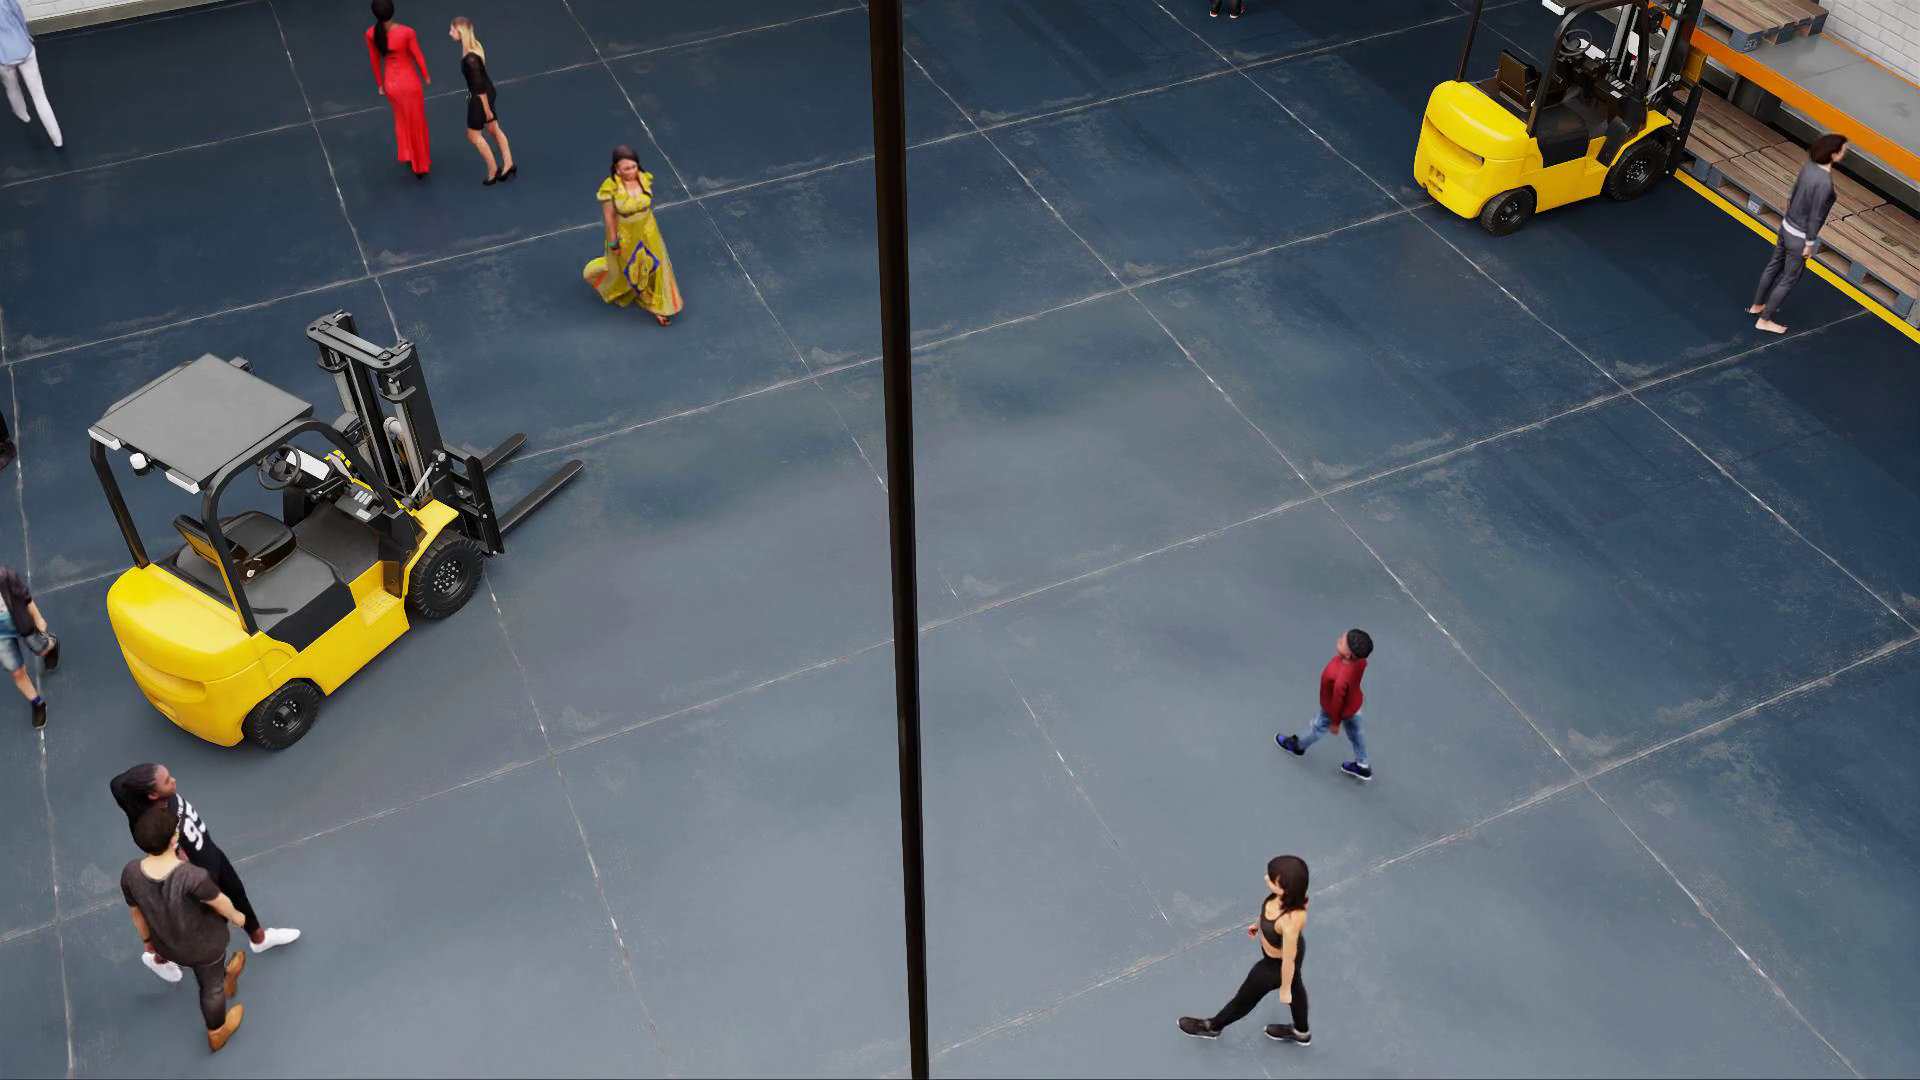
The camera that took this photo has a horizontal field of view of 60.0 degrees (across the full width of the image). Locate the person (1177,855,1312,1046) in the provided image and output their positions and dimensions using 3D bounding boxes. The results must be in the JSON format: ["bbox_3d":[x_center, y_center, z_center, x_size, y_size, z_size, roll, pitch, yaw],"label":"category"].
[{"bbox_3d":[1.779,2.227,8.795,0.988,1.615,0.996,8,44,8],"label":"person"}]

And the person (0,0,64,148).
[{"bbox_3d":[-8.986,-4.598,15.798,0.804,1.837,1.202,-26,49,-24],"label":"person"}]

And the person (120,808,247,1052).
[{"bbox_3d":[-4.140,2.142,8.833,0.868,1.686,0.958,6,44,6],"label":"person"}]

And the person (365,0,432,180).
[{"bbox_3d":[-5.170,-4.133,15.364,0.762,1.772,0.820,1,44,1],"label":"person"}]

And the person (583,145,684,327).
[{"bbox_3d":[-2.766,-2.559,13.809,0.938,1.639,1.126,-32,52,-29],"label":"person"}]

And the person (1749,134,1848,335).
[{"bbox_3d":[6.892,-2.548,13.696,0.761,1.769,0.626,0,44,0],"label":"person"}]

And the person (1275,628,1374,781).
[{"bbox_3d":[2.429,1.038,10.319,0.950,1.234,0.760,28,50,26],"label":"person"}]

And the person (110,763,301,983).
[{"bbox_3d":[-4.268,1.847,9.122,0.731,1.714,0.976,-15,46,-15],"label":"person"}]

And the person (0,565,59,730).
[{"bbox_3d":[-6.122,0.501,10.745,0.593,1.424,0.945,-13,45,-13],"label":"person"}]

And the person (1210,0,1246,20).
[{"bbox_3d":[2.935,-6.493,17.818,0.711,1.804,0.748,10,45,11],"label":"person"}]

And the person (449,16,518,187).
[{"bbox_3d":[-4.319,-4.056,15.357,0.685,1.660,0.597,-8,44,-8],"label":"person"}]
